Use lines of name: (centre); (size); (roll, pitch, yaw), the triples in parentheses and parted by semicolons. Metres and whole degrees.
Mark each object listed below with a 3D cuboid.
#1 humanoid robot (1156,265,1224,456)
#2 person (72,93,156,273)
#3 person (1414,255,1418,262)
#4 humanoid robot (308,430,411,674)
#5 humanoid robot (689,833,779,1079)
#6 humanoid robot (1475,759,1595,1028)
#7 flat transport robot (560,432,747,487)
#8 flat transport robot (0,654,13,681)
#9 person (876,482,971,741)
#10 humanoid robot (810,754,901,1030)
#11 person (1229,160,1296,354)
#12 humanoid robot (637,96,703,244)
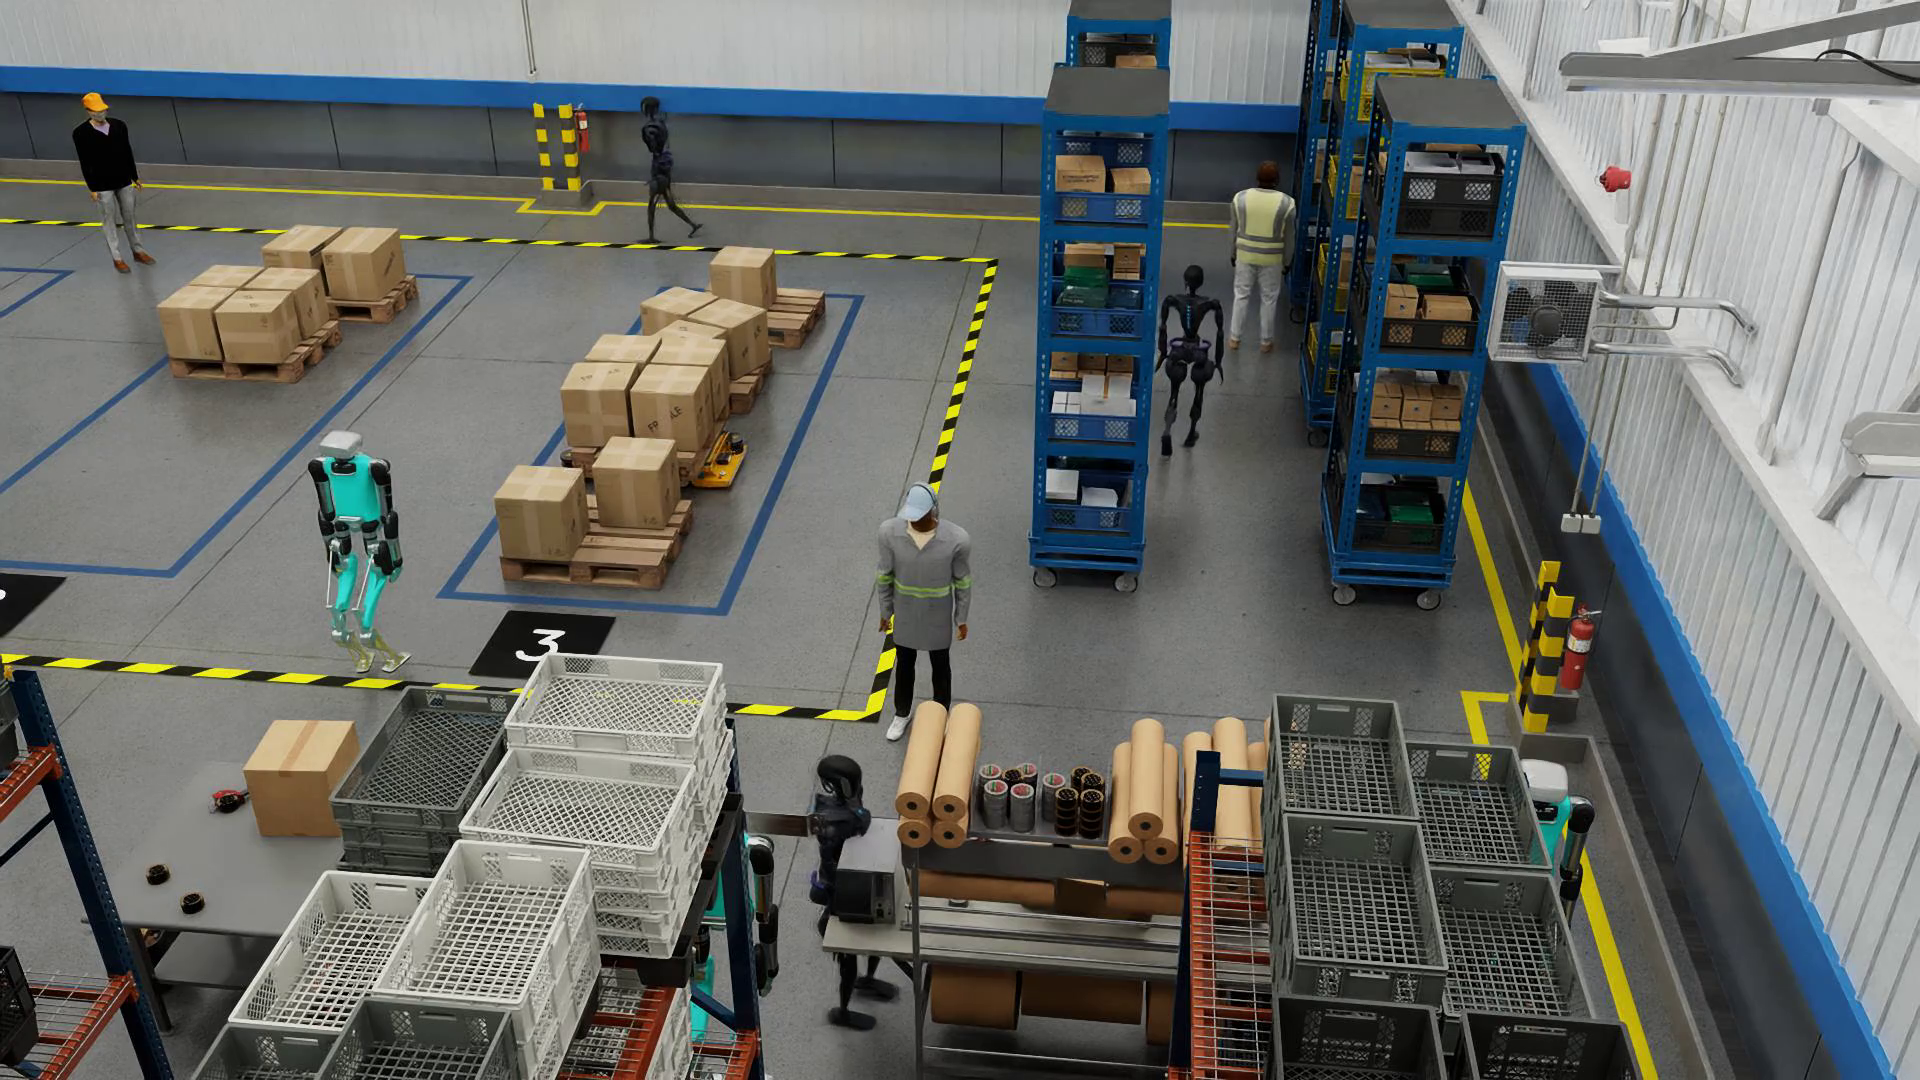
humanoid robot: (1.907, -1.497, 13.853); (0.591, 1.635, 0.562); (10, 32, 16)
person: (-8.940, -3.785, 17.569); (0.383, 1.885, 0.586); (20, 36, 30)
person: (3.974, -2.643, 15.554); (0.634, 1.937, 0.355); (3, 30, 6)
humanoid robot: (-3.954, 0.168, 10.792); (0.533, 1.677, 0.735); (3, 30, 6)
humanoid robot: (-1.123, 2.028, 7.597); (0.533, 1.677, 0.735); (3, 30, 6)
humanoid robot: (2.661, 1.884, 7.845); (0.533, 1.677, 0.735); (3, 30, 6)
flat transport robot: (-2.554, -0.707, 13.861); (1.431, 0.197, 0.652); (3, 30, 6)
flat transport robot: (-7.142, 0.969, 11.010); (1.431, 0.231, 0.659); (3, 30, 6)
person: (-0.232, 0.455, 10.320); (0.587, 1.850, 0.396); (5, 31, 8)
humanoid robot: (-0.546, 1.755, 8.247); (0.356, 1.649, 0.583); (6, 31, 11)
person: (2.836, -2.671, 15.706); (0.626, 1.837, 0.430); (10, 32, 17)
humanoid robot: (-3.250, -4.063, 18.288); (0.722, 1.640, 0.609); (-2, 30, -4)
